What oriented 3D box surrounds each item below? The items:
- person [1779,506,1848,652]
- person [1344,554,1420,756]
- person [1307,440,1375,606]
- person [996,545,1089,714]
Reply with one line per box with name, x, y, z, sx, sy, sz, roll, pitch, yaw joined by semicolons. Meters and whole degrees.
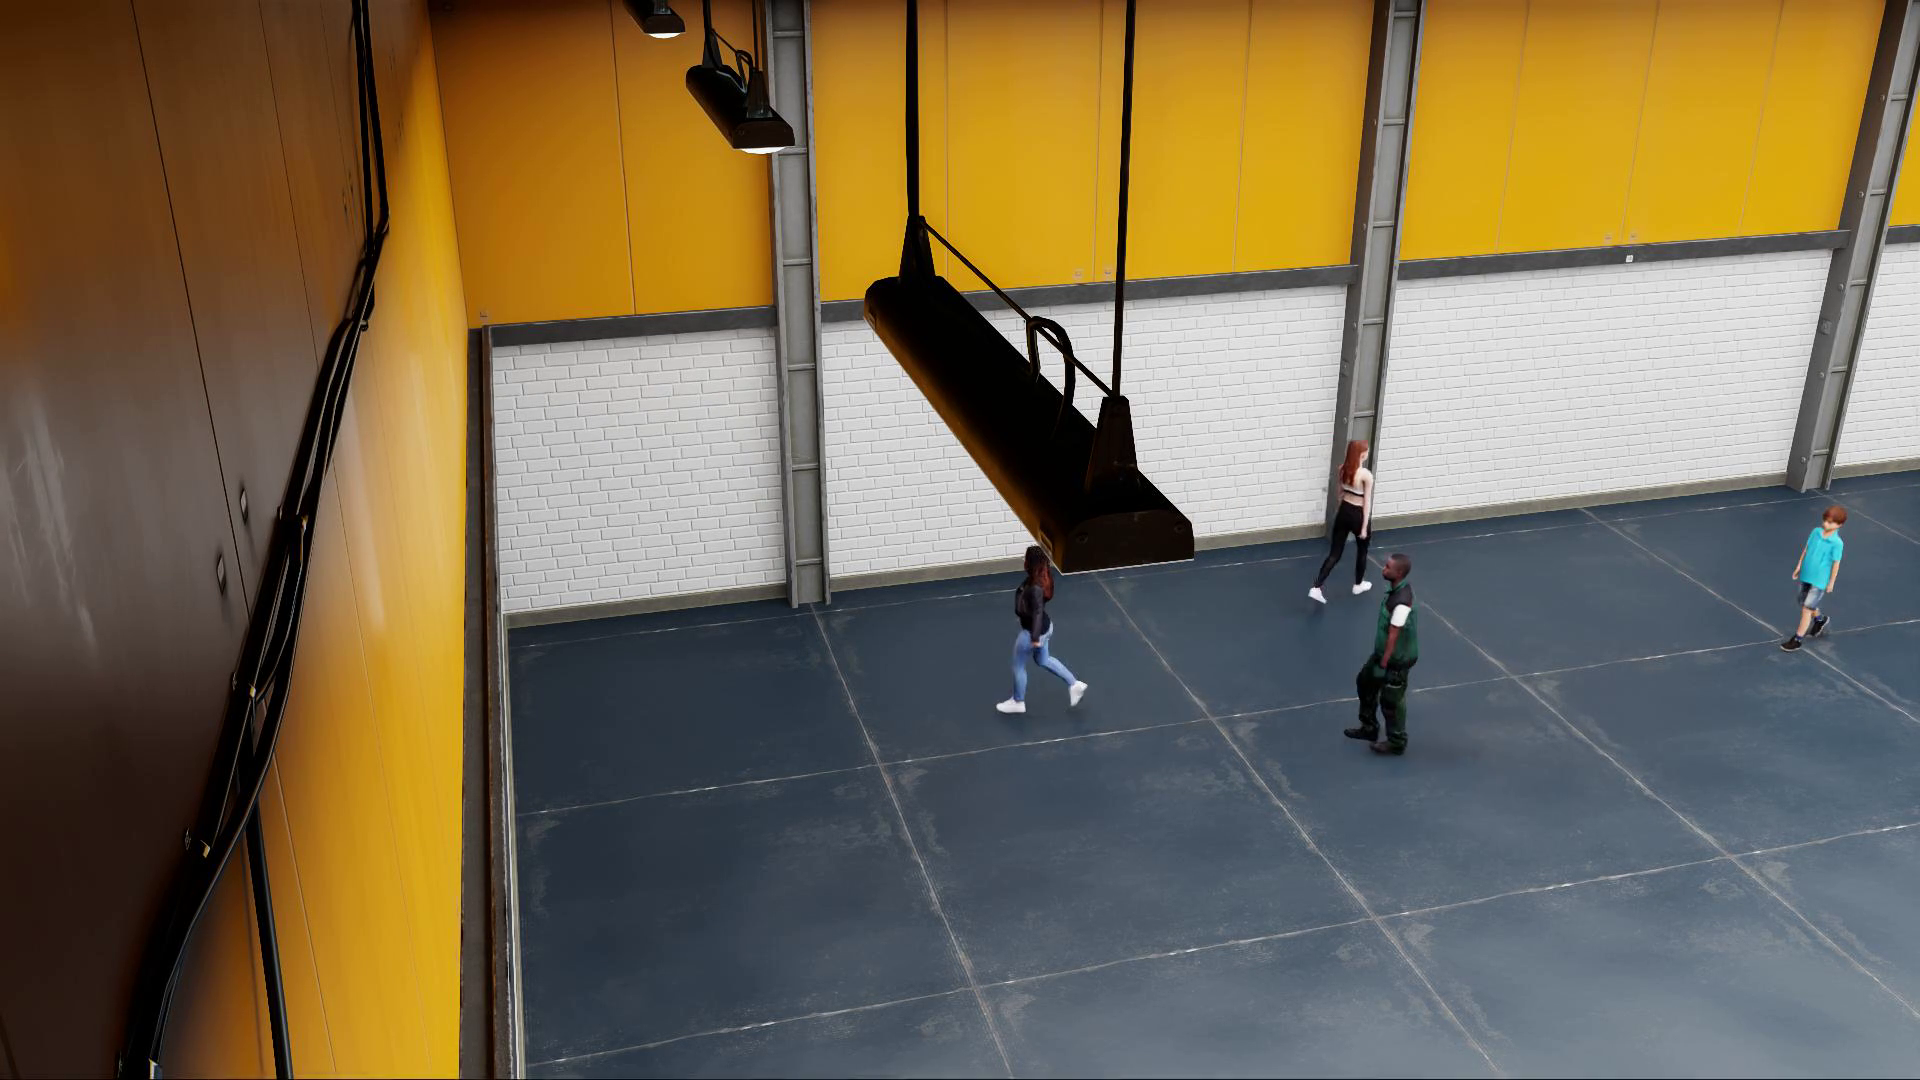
person;8.135;0.330;15.738;0.868;1.434;0.526;-7;25;-15
person;3.673;0.973;13.781;0.882;1.823;0.833;3;24;6
person;3.809;-0.143;16.478;1.236;1.707;0.921;-18;30;-36
person;0.726;0.798;14.452;1.118;1.606;0.942;6;24;12
